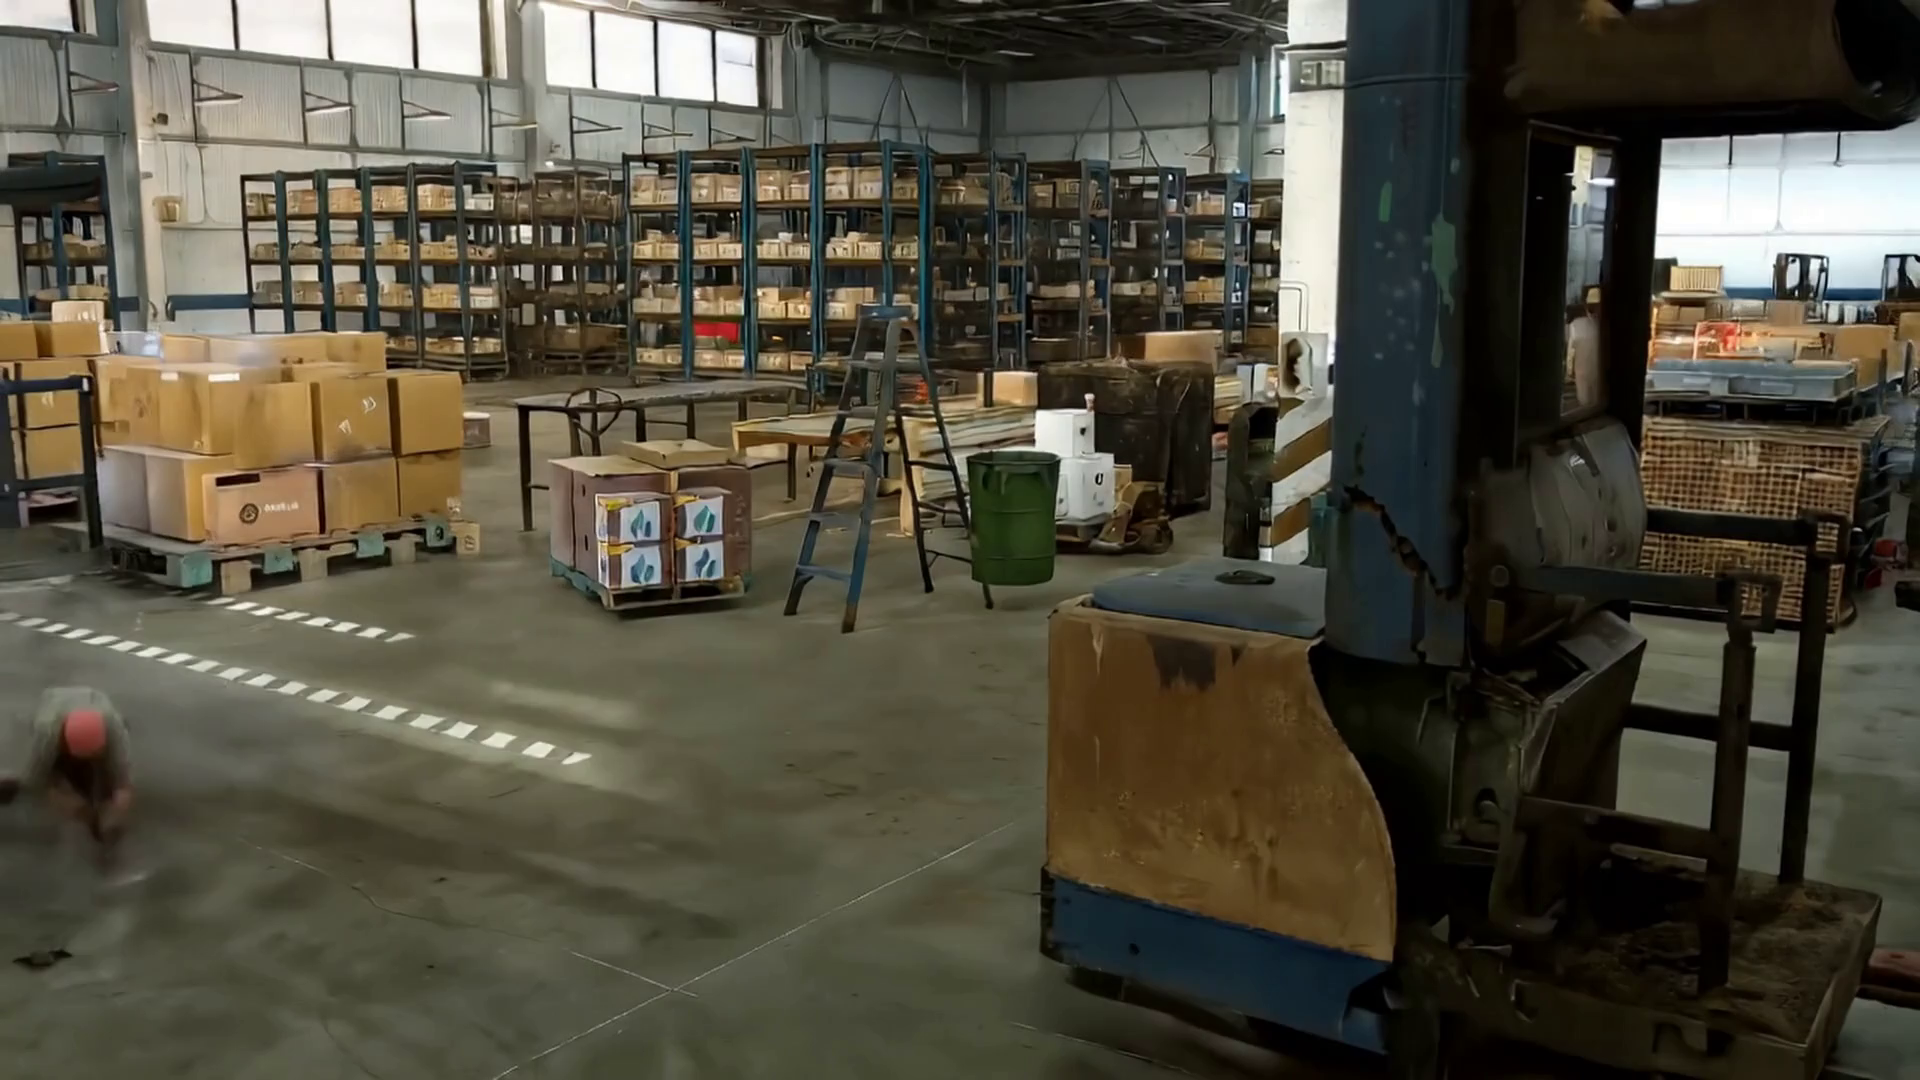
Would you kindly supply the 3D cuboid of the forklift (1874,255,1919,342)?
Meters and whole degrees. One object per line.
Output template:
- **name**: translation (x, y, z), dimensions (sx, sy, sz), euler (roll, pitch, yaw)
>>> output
- **forklift**: translation (22.089, -5.634, 38.796), dimensions (1.157, 1.987, 2.680), euler (6, 11, 33)

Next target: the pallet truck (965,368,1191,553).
- **pallet truck**: translation (0.845, -0.609, 11.869), dimensions (1.630, 1.274, 0.653), euler (7, 12, 35)

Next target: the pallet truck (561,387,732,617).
- **pallet truck**: translation (-1.981, -0.274, 10.088), dimensions (0.680, 1.201, 1.601), euler (-5, 11, -28)

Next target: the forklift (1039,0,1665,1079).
- **forklift**: translation (1.249, -0.137, 4.360), dimensions (1.873, 2.768, 1.129), euler (7, 12, 35)

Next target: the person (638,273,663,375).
- **person**: translation (-5.494, -3.864, 29.732), dimensions (0.602, 1.809, 0.710), euler (7, 12, 37)

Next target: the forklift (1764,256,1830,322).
- **forklift**: translation (20.253, -5.854, 40.139), dimensions (1.157, 1.987, 2.680), euler (7, 12, 35)

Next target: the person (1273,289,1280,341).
- **person**: translation (5.132, -3.247, 25.680), dimensions (0.602, 1.939, 0.401), euler (6, 11, 30)

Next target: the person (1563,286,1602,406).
- **person**: translation (7.138, -2.005, 18.904), dimensions (0.533, 1.734, 0.836), euler (4, 10, 23)

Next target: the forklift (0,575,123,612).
- **forklift**: translation (-5.941, -0.944, 9.165), dimensions (1.129, 2.768, 1.873), euler (7, 12, 35)
